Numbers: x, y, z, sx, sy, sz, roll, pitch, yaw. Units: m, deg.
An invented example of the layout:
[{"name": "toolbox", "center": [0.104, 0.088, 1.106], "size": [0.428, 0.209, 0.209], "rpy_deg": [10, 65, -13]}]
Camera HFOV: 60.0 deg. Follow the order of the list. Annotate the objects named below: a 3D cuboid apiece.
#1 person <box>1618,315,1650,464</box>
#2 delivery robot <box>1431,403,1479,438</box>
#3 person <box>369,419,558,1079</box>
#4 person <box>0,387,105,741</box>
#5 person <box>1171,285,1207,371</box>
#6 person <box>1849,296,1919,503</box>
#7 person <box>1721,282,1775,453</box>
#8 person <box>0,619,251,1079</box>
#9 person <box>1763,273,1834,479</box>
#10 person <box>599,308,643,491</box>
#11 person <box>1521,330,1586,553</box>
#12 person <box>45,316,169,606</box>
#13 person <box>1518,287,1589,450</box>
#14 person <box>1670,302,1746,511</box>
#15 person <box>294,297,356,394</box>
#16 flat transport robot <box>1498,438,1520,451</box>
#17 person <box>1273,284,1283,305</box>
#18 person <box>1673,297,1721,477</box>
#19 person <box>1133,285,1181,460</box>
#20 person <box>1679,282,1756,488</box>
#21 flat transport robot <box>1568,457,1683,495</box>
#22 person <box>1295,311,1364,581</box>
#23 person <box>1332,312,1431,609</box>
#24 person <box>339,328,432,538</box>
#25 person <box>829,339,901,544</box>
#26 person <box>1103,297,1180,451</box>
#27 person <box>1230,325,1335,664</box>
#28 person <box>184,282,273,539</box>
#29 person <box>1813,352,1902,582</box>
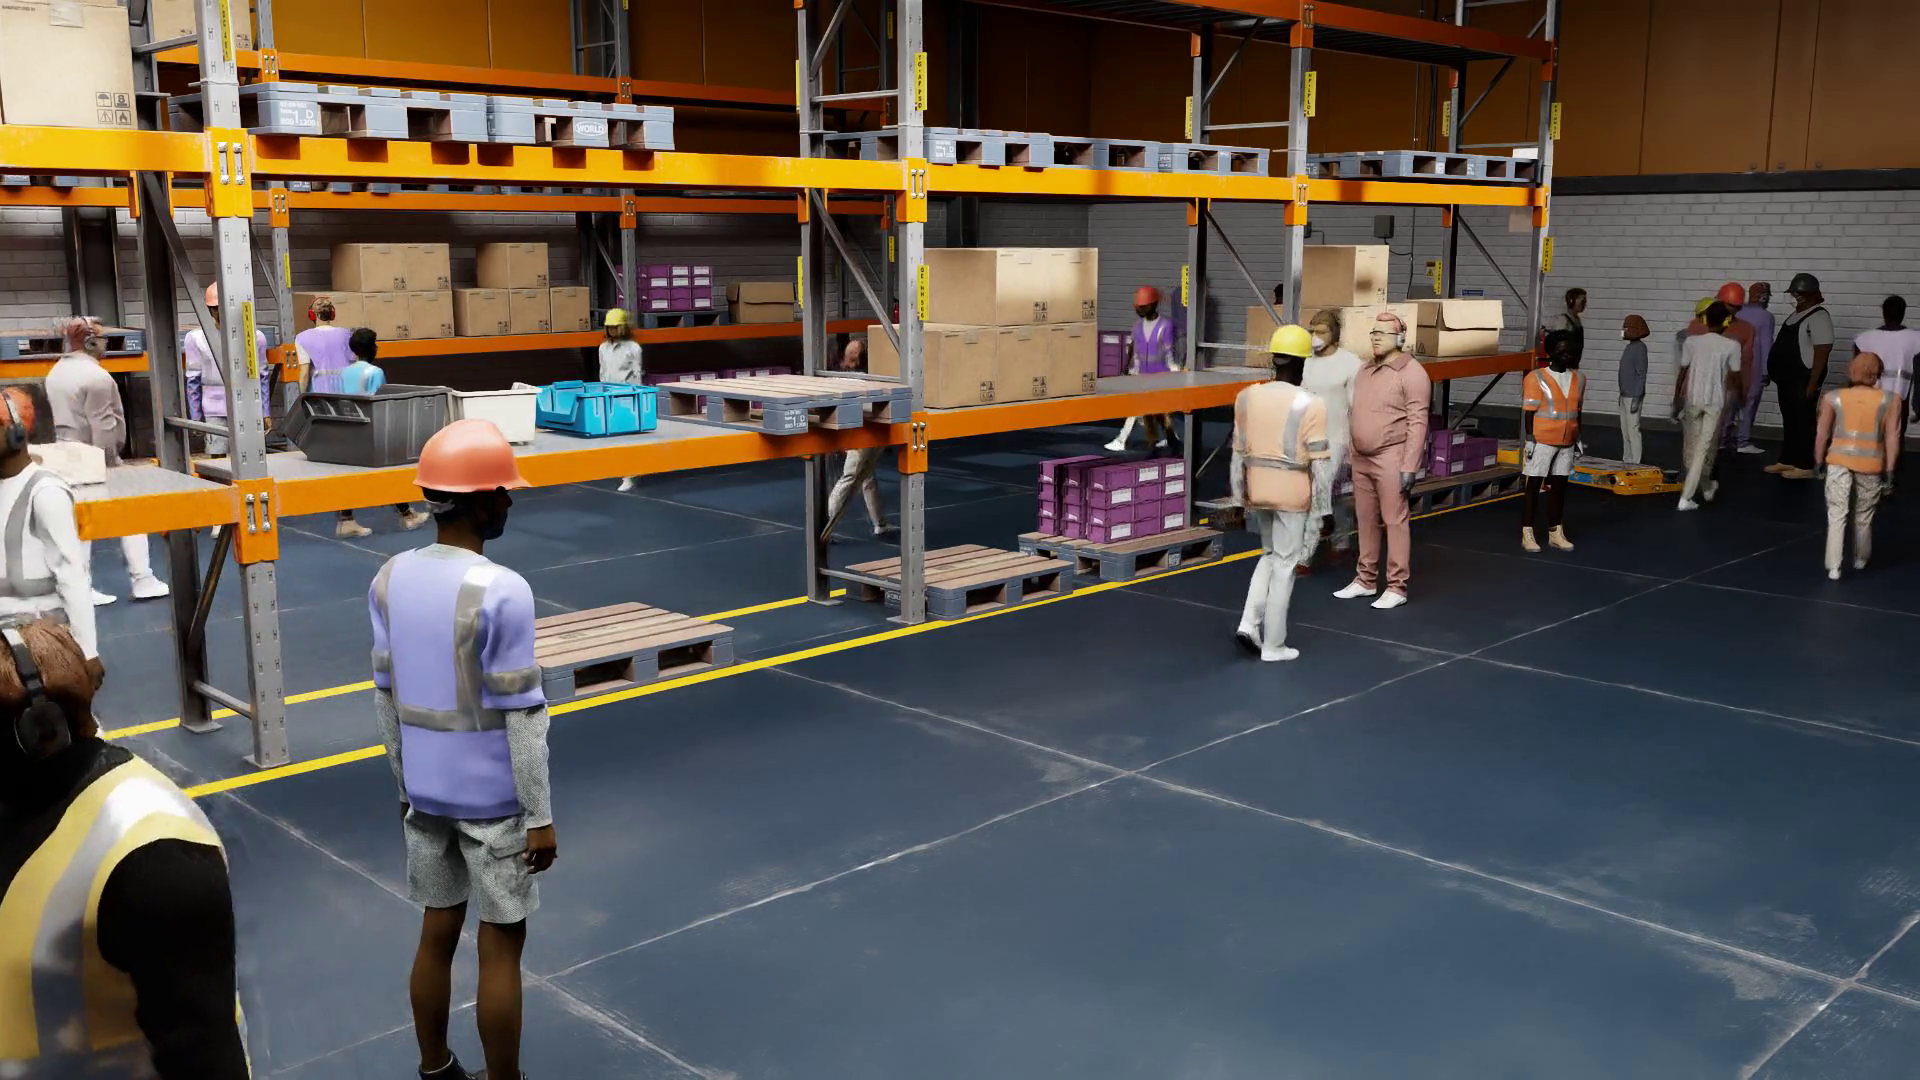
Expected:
[{"name": "person", "center": [6.575, -1.388, 16.324], "size": [0.271, 1.632, 0.508], "rpy_deg": [1, 10, 6]}, {"name": "delivery robot", "center": [5.389, -1.264, 18.333], "size": [0.477, 0.478, 0.707], "rpy_deg": [-3, 11, -18]}, {"name": "person", "center": [-1.273, 0.646, 4.402], "size": [0.551, 1.935, 0.375], "rpy_deg": [6, 12, 31]}, {"name": "person", "center": [-3.501, 0.385, 6.053], "size": [0.905, 1.848, 0.614], "rpy_deg": [-10, 14, -44]}, {"name": "person", "center": [3.441, -3.120, 24.941], "size": [0.373, 1.938, 0.630], "rpy_deg": [-10, 14, -42]}, {"name": "person", "center": [8.419, -1.278, 15.125], "size": [0.609, 1.848, 1.031], "rpy_deg": [6, 12, 29]}, {"name": "person", "center": [8.783, -1.909, 18.478], "size": [0.408, 1.895, 0.662], "rpy_deg": [-3, 11, -16]}, {"name": "person", "center": [-1.386, 0.986, 2.918], "size": [0.642, 1.813, 0.740], "rpy_deg": [8, 13, 36]}, {"name": "person", "center": [8.316, -1.634, 16.557], "size": [0.536, 2.000, 0.688], "rpy_deg": [1, 10, 3]}, {"name": "person", "center": [-3.190, -1.338, 15.802], "size": [0.489, 1.731, 0.462], "rpy_deg": [4, 11, 21]}, {"name": "person", "center": [4.519, -0.751, 12.681], "size": [0.535, 1.697, 0.318], "rpy_deg": [-3, 11, -17]}, {"name": "person", "center": [-5.517, -0.509, 10.832], "size": [0.673, 1.881, 0.785], "rpy_deg": [7, 12, 33]}, {"name": "person", "center": [6.771, -1.935, 18.788], "size": [0.708, 1.830, 0.514], "rpy_deg": [9, 14, 41]}, {"name": "person", "center": [6.650, -1.186, 14.712], "size": [0.957, 1.814, 0.549], "rpy_deg": [-9, 14, -42]}, {"name": "person", "center": [-5.782, -1.297, 15.248], "size": [0.390, 1.846, 0.564], "rpy_deg": [9, 14, 42]}, {"name": "flat transport robot", "center": [5.755, -0.893, 17.341], "size": [0.652, 0.197, 1.431], "rpy_deg": [-3, 11, -14]}, {"name": "person", "center": [3.115, -1.478, 15.903], "size": [0.361, 1.963, 0.613], "rpy_deg": [-10, 14, -43]}, {"name": "person", "center": [7.411, -1.510, 16.564], "size": [0.584, 1.792, 0.732], "rpy_deg": [6, 12, 30]}, {"name": "person", "center": [2.022, -1.688, 17.206], "size": [0.568, 1.904, 0.553], "rpy_deg": [10, 14, 43]}, {"name": "person", "center": [7.160, -1.448, 15.748], "size": [0.640, 1.966, 0.532], "rpy_deg": [2, 11, 13]}, {"name": "flat transport robot", "center": [6.121, -0.637, 15.945], "size": [0.652, 0.197, 1.431], "rpy_deg": [-5, 12, -25]}, {"name": "person", "center": [2.572, -0.687, 11.840], "size": [1.042, 1.885, 0.652], "rpy_deg": [-10, 14, -42]}, {"name": "person", "center": [2.729, -0.515, 10.809], "size": [0.409, 1.911, 0.651], "rpy_deg": [-5, 12, -26]}, {"name": "person", "center": [-4.706, -0.871, 13.400], "size": [0.548, 1.656, 0.837], "rpy_deg": [8, 13, 36]}, {"name": "person", "center": [-0.837, -0.778, 13.102], "size": [0.884, 1.597, 0.507], "rpy_deg": [-7, 12, -33]}, {"name": "person", "center": [2.091, -1.909, 18.717], "size": [1.023, 1.804, 0.535], "rpy_deg": [-4, 11, -21]}, {"name": "person", "center": [1.813, -0.243, 9.318], "size": [0.417, 1.910, 0.596], "rpy_deg": [-9, 14, -41]}, {"name": "person", "center": [-5.808, -1.029, 13.249], "size": [0.615, 2.043, 0.373], "rpy_deg": [-6, 12, -28]}, {"name": "person", "center": [6.281, -0.519, 11.679], "size": [0.536, 1.586, 0.856], "rpy_deg": [7, 12, 33]}]
